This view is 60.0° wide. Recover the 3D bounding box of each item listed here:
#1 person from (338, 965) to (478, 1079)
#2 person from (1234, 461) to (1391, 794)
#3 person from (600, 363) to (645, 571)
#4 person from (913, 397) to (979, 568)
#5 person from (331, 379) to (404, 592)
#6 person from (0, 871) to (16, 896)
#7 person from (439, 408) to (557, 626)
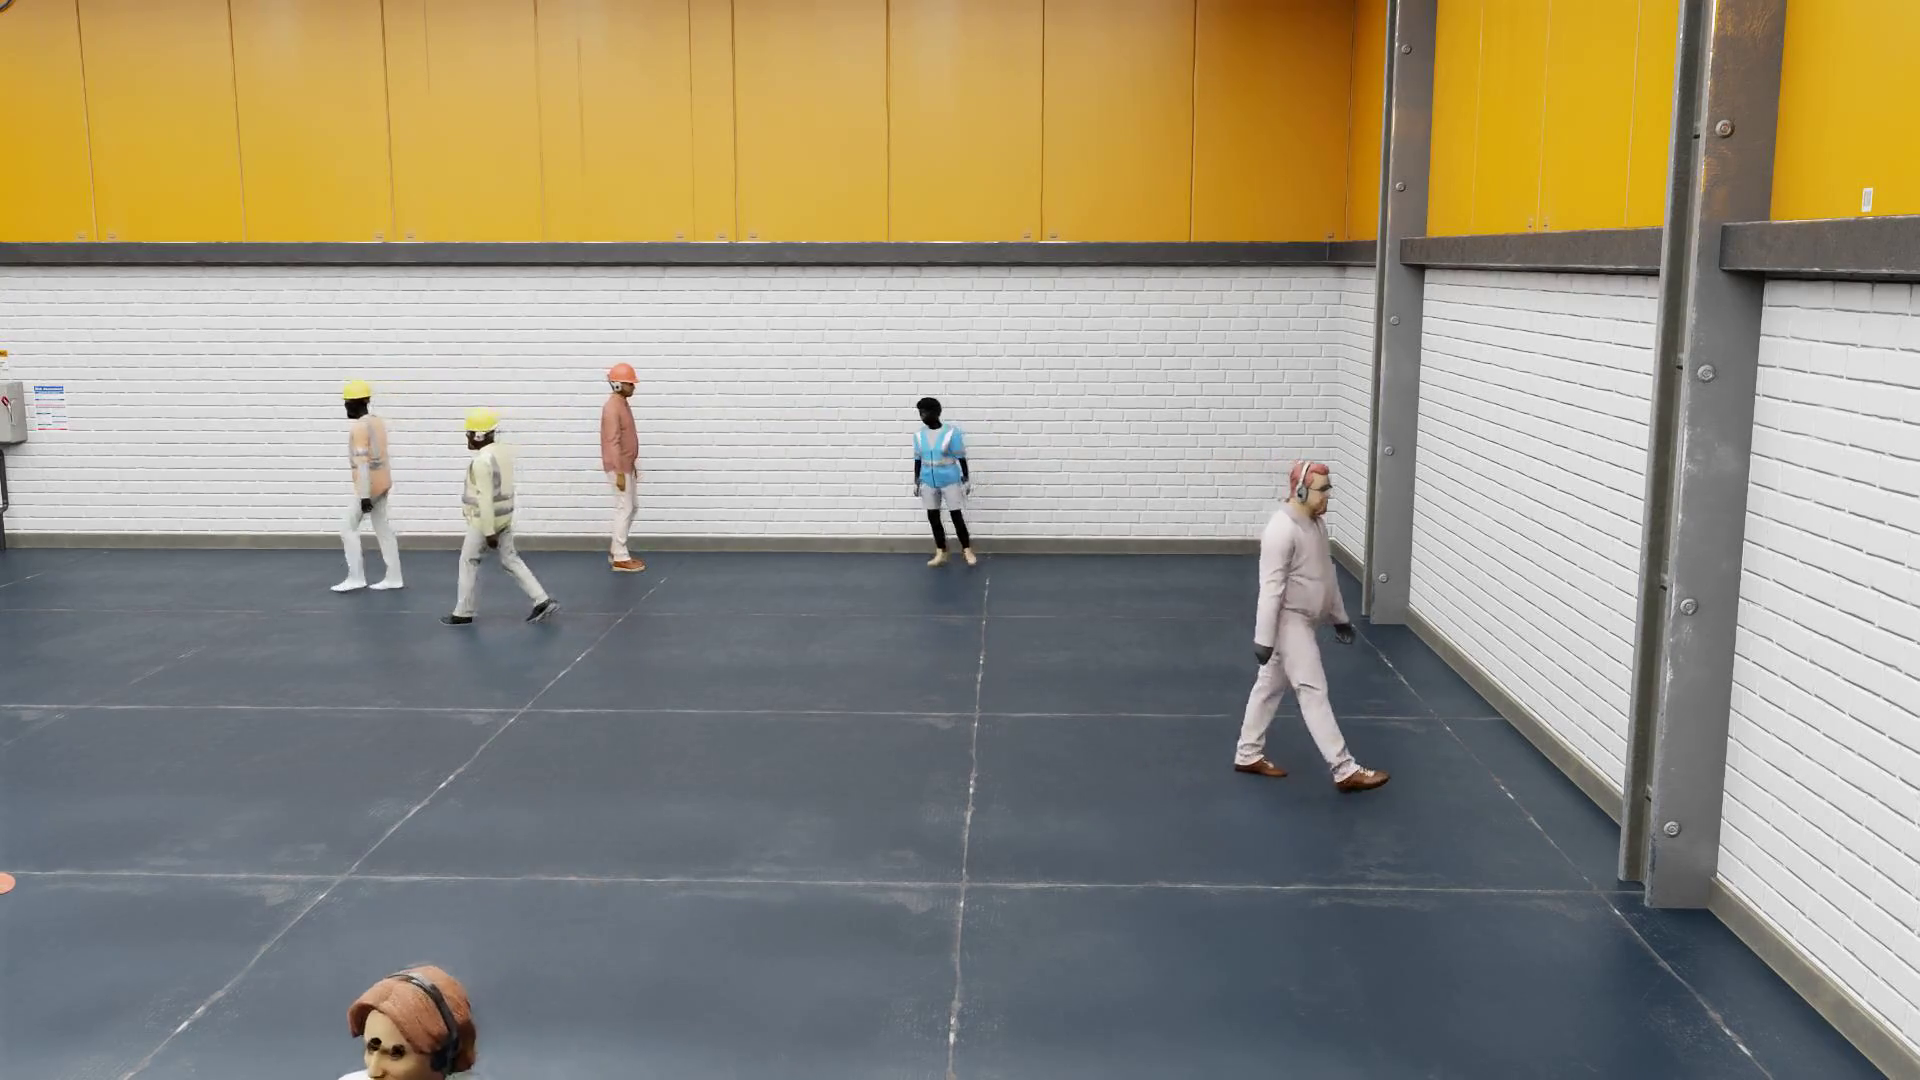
[{"bbox_3d":[-1.055,1.624,3.312,0.534,1.626,0.364,4,10,22],"label":"person"},{"bbox_3d":[1.997,0.488,9.336,0.989,1.855,0.641,4,11,24],"label":"person"},{"bbox_3d":[-3.211,-0.690,15.837,0.415,1.980,0.649,0,10,-1],"label":"person"},{"bbox_3d":[-0.160,-0.550,15.960,0.620,1.658,0.406,5,11,26],"label":"person"},{"bbox_3d":[-5.346,-0.473,14.814,0.732,1.898,0.614,0,10,-2],"label":"person"},{"bbox_3d":[-2.031,1.469,3.341,0.553,1.935,0.362,9,13,43],"label":"person"},{"bbox_3d":[-3.748,-0.181,13.431,0.896,1.796,0.589,1,10,8],"label":"person"}]
